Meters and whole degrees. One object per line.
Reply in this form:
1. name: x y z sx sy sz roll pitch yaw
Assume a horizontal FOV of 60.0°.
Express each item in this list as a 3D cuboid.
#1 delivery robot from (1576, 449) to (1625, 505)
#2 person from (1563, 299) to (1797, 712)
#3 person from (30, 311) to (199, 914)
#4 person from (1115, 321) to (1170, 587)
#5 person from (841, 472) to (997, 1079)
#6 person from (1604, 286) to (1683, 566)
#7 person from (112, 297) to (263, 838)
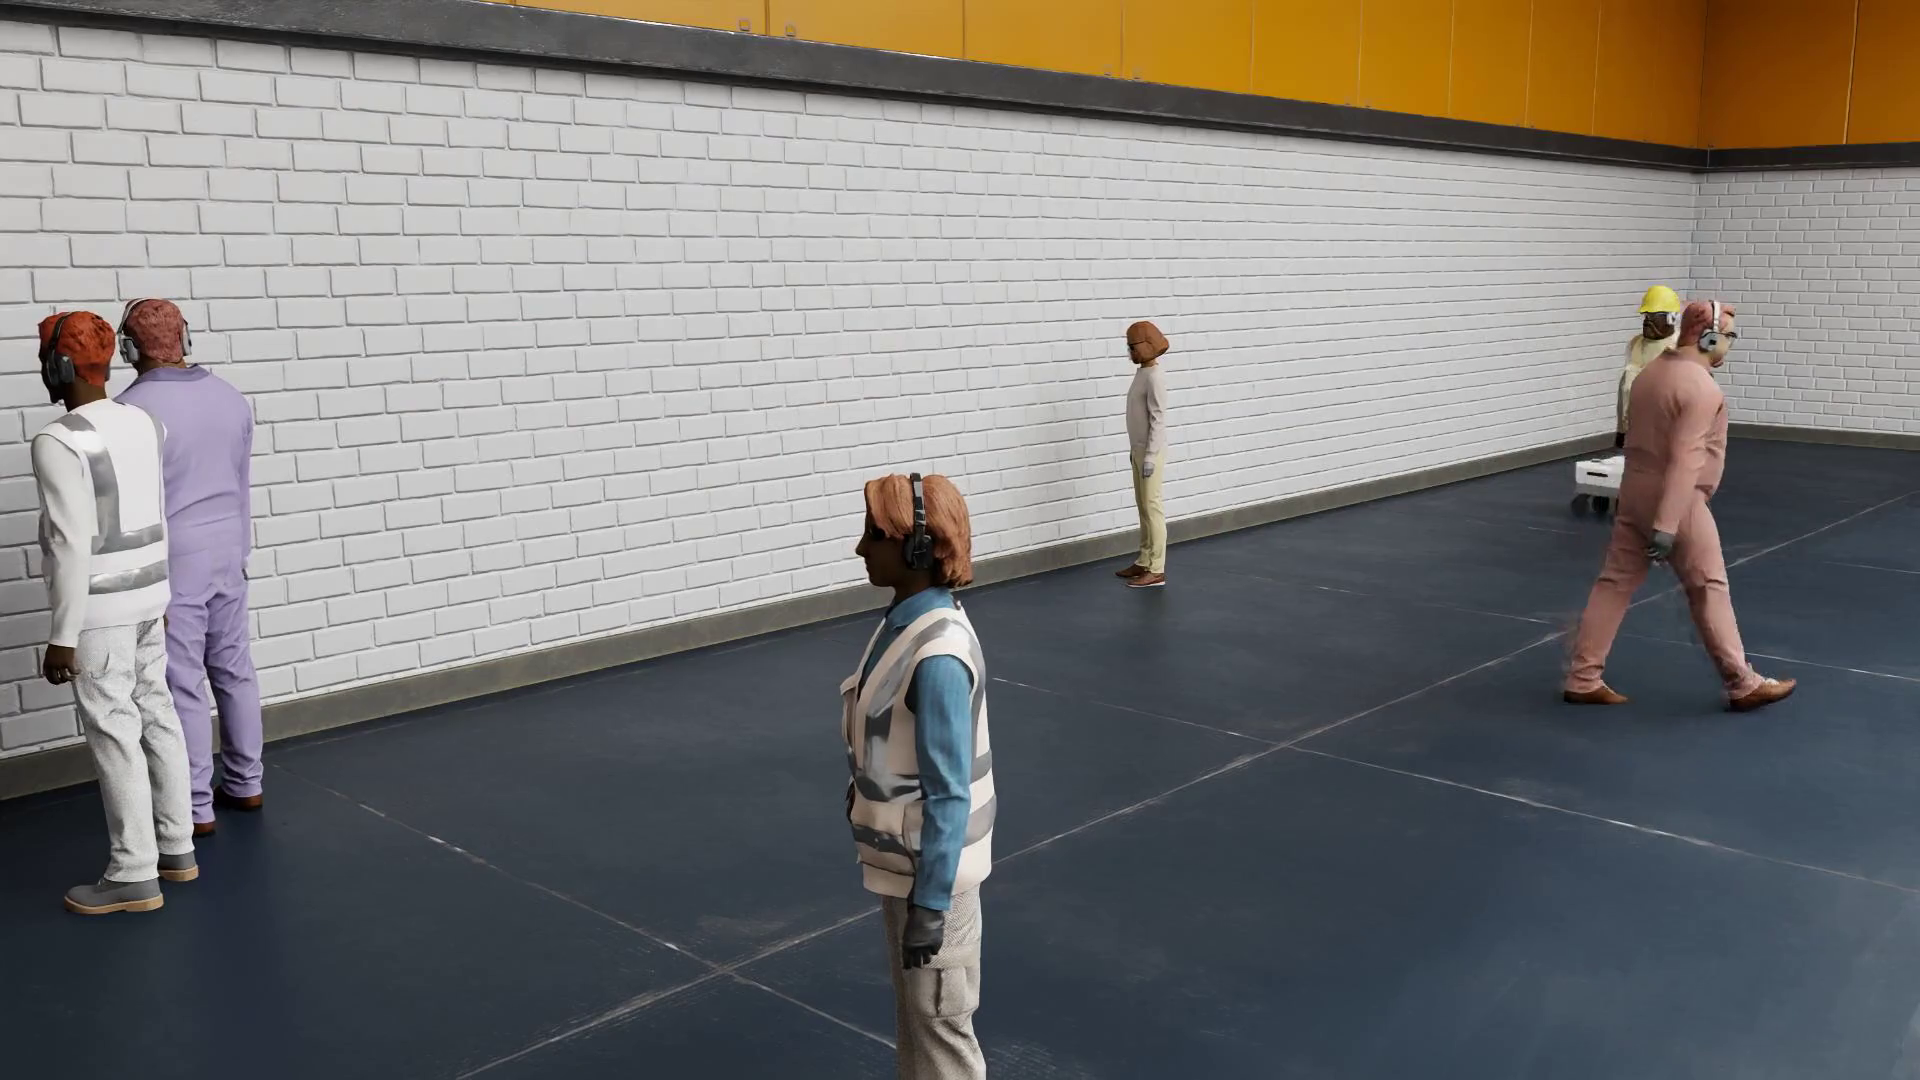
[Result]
1. delivery robot: 5.080 -0.470 12.721 0.477 0.478 0.707 -6 12 -33
2. person: 3.234 -0.137 7.424 1.027 1.846 0.642 -1 10 -6
3. person: -2.668 0.229 5.221 0.337 1.882 0.583 1 10 4
4. person: 1.137 -0.530 10.258 0.281 1.633 0.499 -1 10 -5
5. person: -0.081 0.673 3.391 0.308 1.640 0.511 -2 10 -11
6. person: 4.561 -0.749 10.938 0.403 1.830 0.601 -6 11 -29
7. person: -2.774 0.103 5.888 0.399 1.905 0.643 3 10 16
